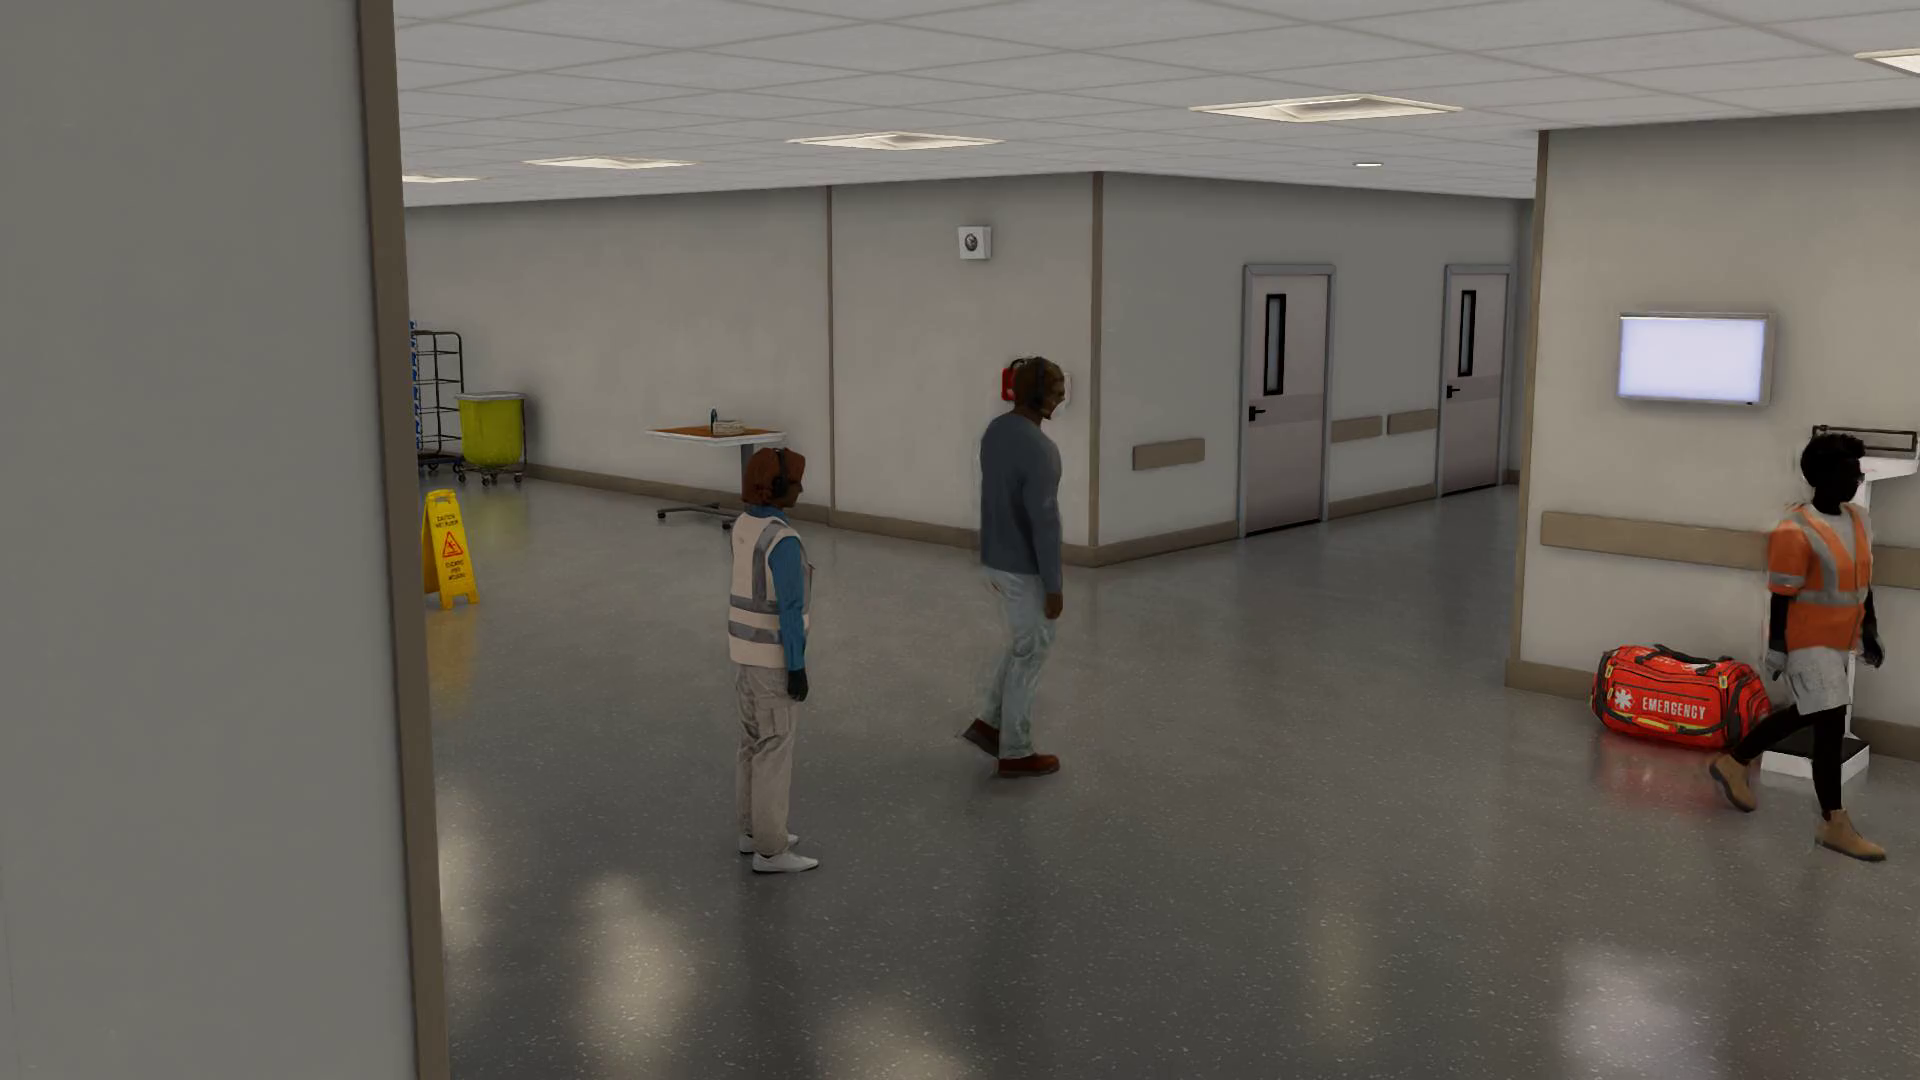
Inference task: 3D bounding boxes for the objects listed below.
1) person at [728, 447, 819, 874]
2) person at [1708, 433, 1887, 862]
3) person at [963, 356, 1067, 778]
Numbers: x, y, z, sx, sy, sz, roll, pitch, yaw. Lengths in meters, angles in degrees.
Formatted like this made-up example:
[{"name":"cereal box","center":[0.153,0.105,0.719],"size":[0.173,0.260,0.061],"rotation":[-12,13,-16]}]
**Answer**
[{"name":"person","center":[-0.723,0.459,6.355],"size":[0.319,1.631,0.518],"rotation":[-5,10,-27]},{"name":"person","center":[3.403,0.383,6.722],"size":[0.550,1.664,0.817],"rotation":[-6,11,-33]},{"name":"person","center":[0.310,0.134,7.458],"size":[0.436,1.918,0.642],"rotation":[-3,10,-20]}]
